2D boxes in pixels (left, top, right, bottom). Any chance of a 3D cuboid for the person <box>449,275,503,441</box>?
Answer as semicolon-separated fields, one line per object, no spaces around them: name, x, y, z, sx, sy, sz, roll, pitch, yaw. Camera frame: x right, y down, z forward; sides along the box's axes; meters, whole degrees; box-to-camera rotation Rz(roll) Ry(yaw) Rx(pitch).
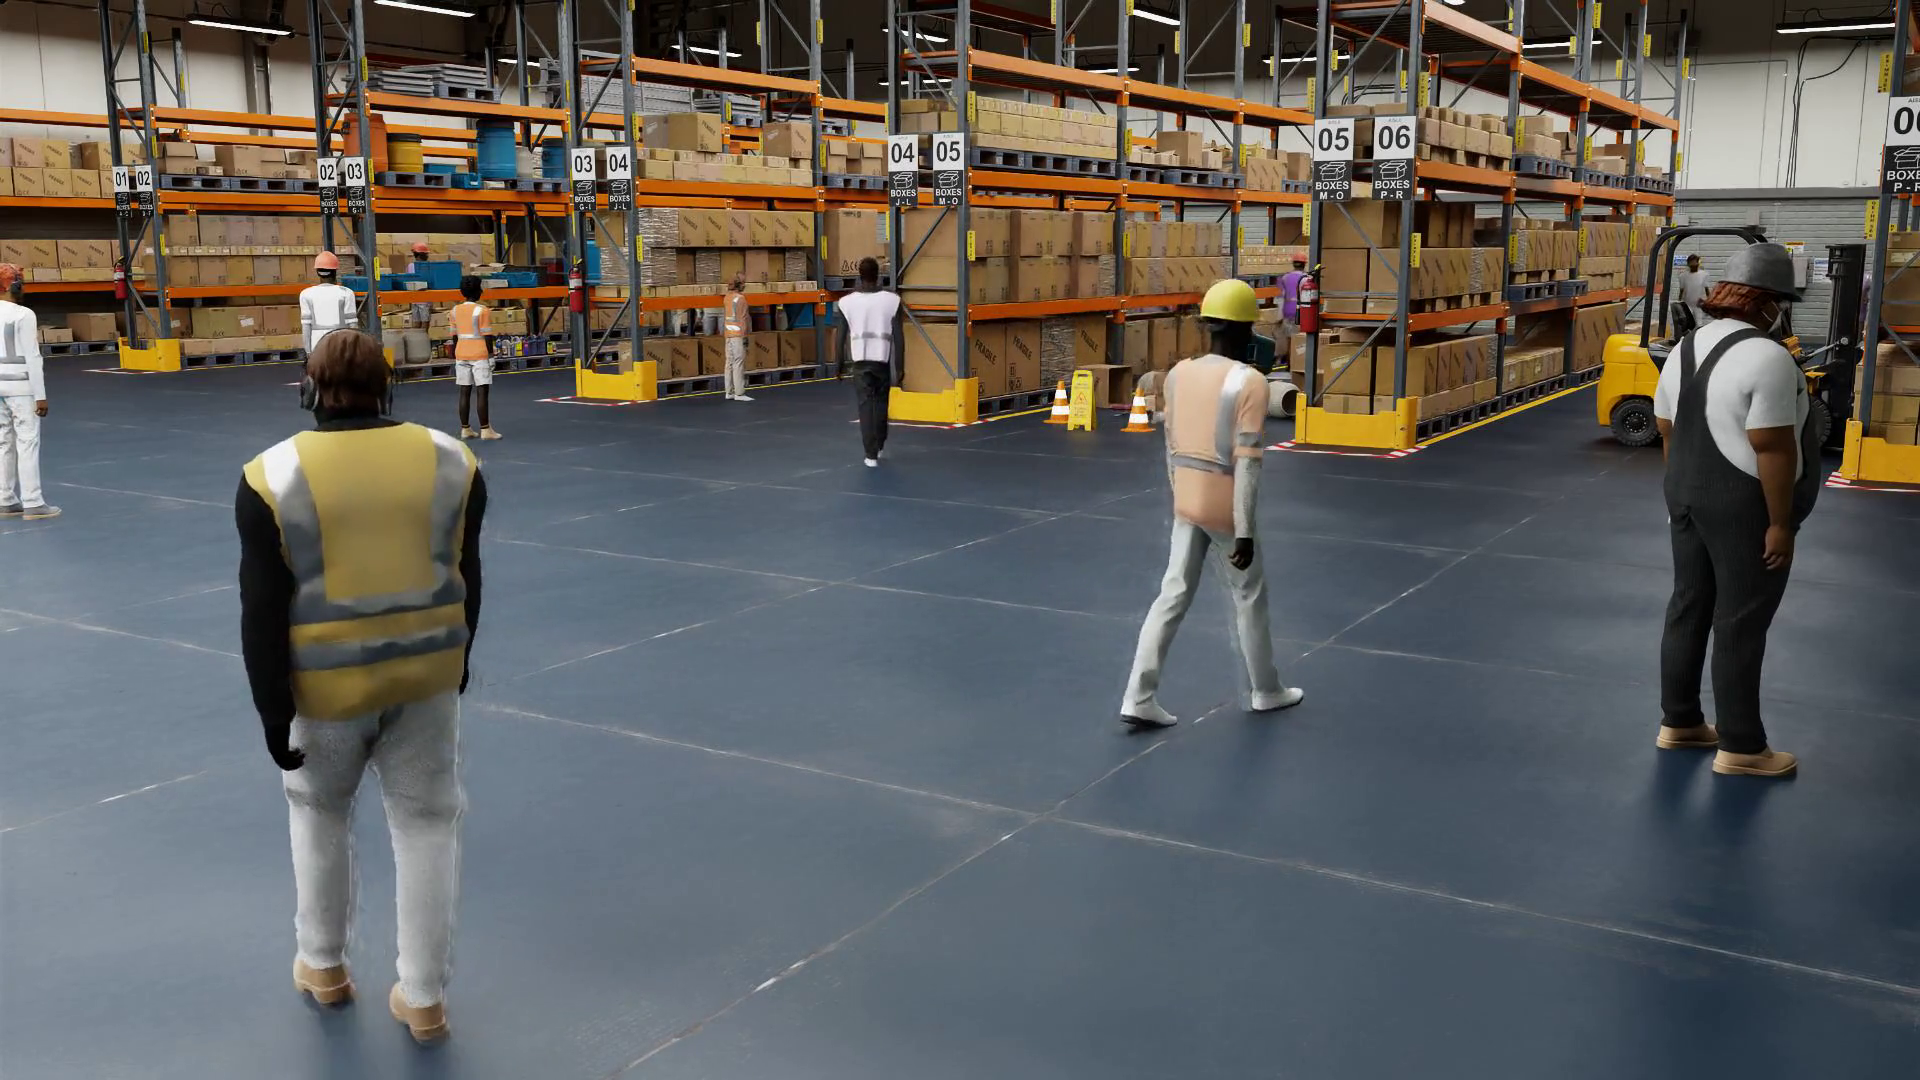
person;-4.989;-1.863;17.088;0.531;1.697;0.320;5;11;27

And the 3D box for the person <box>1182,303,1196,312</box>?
person;3.963;-3.998;28.728;0.346;1.819;0.606;-1;10;-4

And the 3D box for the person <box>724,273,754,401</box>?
person;-2.872;-2.599;21.383;0.314;1.636;0.516;-7;12;-34

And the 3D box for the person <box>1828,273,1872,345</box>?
person;12.822;-3.198;23.949;0.585;1.919;0.388;5;11;28

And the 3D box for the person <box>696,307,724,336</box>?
person;-3.696;-3.438;25.279;0.630;1.931;0.373;0;10;1

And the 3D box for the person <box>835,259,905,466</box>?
person;-0.846;-1.652;15.399;0.626;1.868;0.972;-1;10;-7

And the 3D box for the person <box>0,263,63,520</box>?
person;-6.940;-1.085;12.223;0.576;1.879;0.341;4;11;23

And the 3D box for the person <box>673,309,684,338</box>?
person;-5.889;-5.018;35.016;0.512;1.609;0.728;3;11;19

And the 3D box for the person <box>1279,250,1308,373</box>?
person;5.119;-3.435;25.268;0.578;1.919;0.465;6;12;28

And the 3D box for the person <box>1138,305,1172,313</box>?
person;3.169;-3.731;27.023;0.650;1.884;0.633;5;11;25

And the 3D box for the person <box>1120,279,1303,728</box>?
person;1.054;-0.146;6.971;0.979;1.882;0.603;-7;13;-36

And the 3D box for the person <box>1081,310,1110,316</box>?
person;2.280;-4.033;28.454;0.620;1.978;0.532;5;11;25

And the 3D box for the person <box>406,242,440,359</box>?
person;-9.298;-4.126;28.796;0.614;2.040;0.390;9;13;40

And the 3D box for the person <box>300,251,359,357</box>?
person;-6.312;-1.919;16.723;0.543;1.939;0.362;-2;10;-10

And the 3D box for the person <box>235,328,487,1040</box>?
person;-1.556;0.357;4.350;0.623;1.808;0.759;-6;12;-30

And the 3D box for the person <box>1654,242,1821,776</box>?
person;3.025;-0.132;6.430;0.537;2.000;0.679;-2;10;-12

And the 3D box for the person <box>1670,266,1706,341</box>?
person;13.300;-4.196;30.347;0.543;1.619;0.577;-10;14;-43

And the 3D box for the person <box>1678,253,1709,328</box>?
person;12.955;-4.129;29.355;0.543;1.844;0.464;4;11;22
